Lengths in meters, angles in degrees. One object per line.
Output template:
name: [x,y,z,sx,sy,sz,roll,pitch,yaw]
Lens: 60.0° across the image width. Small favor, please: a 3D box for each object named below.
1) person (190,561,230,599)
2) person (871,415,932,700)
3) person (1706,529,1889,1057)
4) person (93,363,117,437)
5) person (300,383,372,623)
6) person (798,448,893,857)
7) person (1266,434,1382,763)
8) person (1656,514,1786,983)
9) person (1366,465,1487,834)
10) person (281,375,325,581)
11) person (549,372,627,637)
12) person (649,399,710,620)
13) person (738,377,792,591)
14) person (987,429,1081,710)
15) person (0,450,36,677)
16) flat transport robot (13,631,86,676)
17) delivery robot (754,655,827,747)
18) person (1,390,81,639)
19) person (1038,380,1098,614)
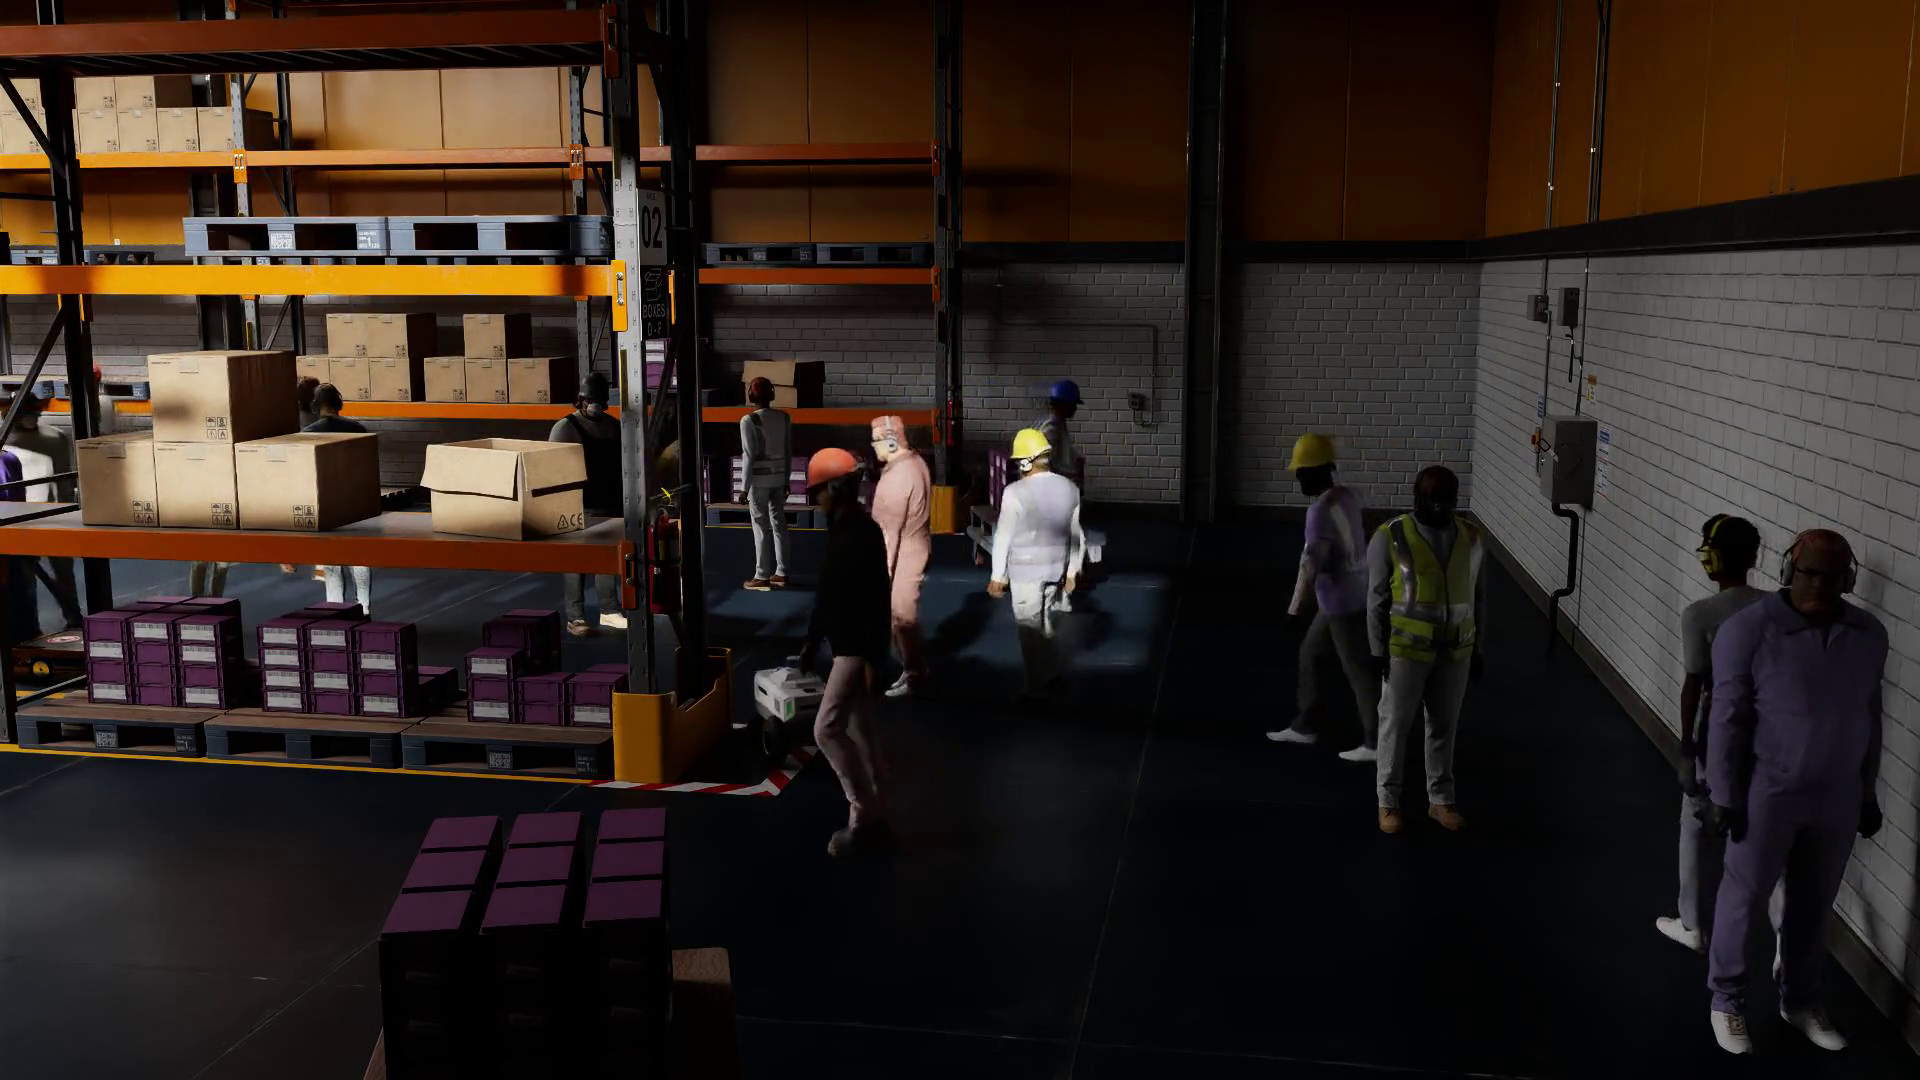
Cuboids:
person: [-5.805,-0.186,12.819,0.363,1.879,0.550,6,11,32]
person: [-0.395,0.128,10.772,0.475,1.878,0.665,2,9,10]
person: [2.992,0.899,5.930,0.652,1.903,0.403,-1,9,-5]
person: [-8.690,-0.865,16.883,0.914,1.909,0.556,0,9,2]
person: [-4.874,-0.254,12.981,0.366,1.936,0.630,6,11,32]
person: [-0.555,0.535,8.058,0.519,1.950,0.633,-3,10,-16]
person: [2.090,0.340,9.488,0.899,1.870,0.575,4,10,22]
person: [3.106,0.823,6.610,0.521,1.845,0.760,-1,9,-8]
person: [2.339,0.546,8.312,0.627,1.845,0.429,-1,9,-9]
person: [-5.889,-0.553,15.023,0.554,1.874,0.605,6,11,32]
person: [-2.801,-0.290,12.884,0.536,2.000,0.678,8,12,40]
person: [-2.339,-0.237,13.331,0.699,1.807,0.432,6,11,34]
person: [-1.711,-0.495,14.643,0.337,1.881,0.584,7,12,39]
person: [0.477,0.193,10.630,0.591,1.805,0.426,-8,12,-40]
person: [-6.639,0.032,11.526,0.380,1.836,0.560,-1,9,-6]
flat transport robot: [-5.919,0.796,11.619,1.431,0.197,0.652,1,9,8]
delivery robot: [-0.955,0.917,9.699,0.477,0.478,0.707,-4,10,-23]
person: [-6.940,-0.170,12.491,0.415,1.926,0.663,6,11,33]
person: [0.869,-0.351,13.657,0.714,1.910,0.610,0,9,0]
